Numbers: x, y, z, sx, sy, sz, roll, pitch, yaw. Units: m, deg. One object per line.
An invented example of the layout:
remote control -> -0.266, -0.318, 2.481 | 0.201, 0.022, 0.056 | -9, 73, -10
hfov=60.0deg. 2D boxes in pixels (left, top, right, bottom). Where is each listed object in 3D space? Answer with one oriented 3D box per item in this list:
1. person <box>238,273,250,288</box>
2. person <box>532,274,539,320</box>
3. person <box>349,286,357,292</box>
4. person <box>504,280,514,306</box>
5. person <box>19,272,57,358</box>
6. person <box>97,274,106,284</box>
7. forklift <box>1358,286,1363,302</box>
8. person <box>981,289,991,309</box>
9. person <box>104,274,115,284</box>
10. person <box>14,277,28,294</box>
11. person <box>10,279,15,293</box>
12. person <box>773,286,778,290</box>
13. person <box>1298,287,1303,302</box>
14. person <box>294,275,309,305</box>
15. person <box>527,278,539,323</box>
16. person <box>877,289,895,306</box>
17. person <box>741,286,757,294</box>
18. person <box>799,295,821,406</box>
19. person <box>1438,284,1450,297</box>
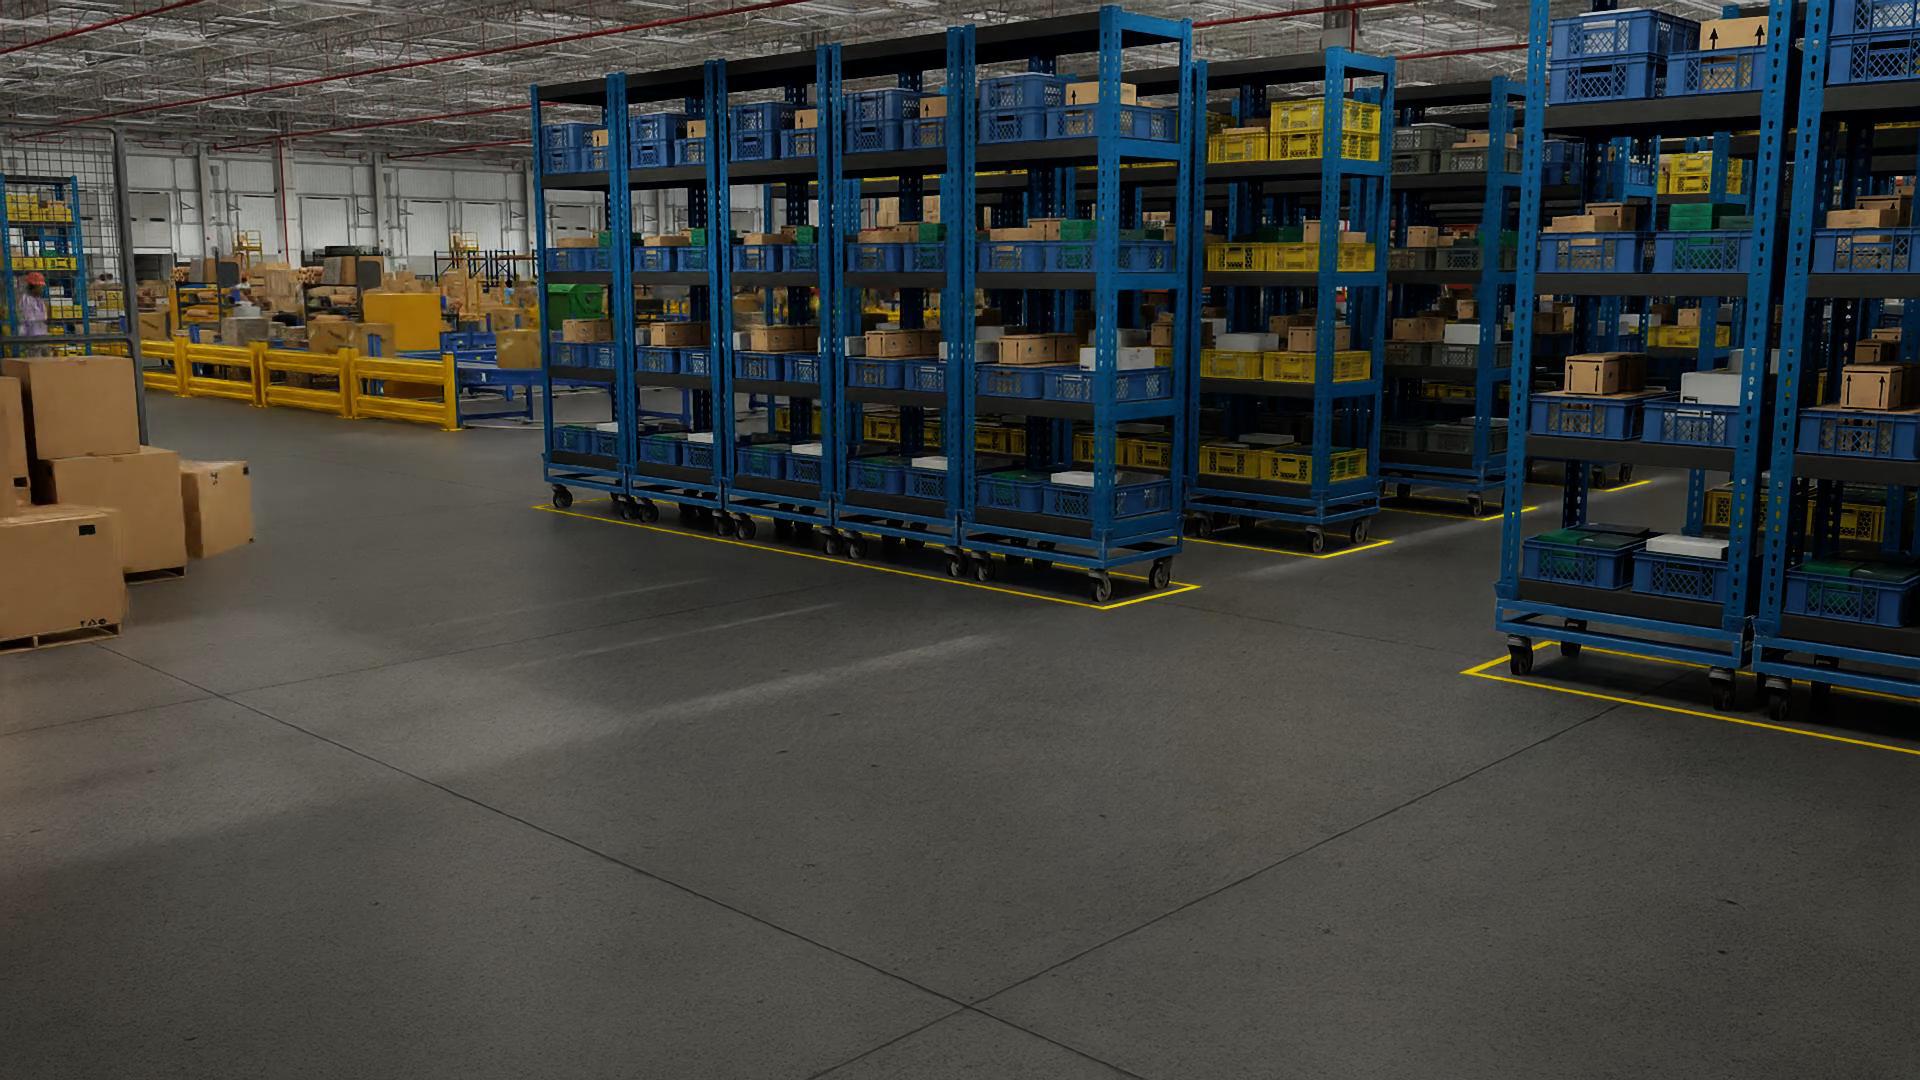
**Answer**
person -> -26.739, -9.046, 62.347 | 0.657, 1.911, 0.560 | 5, 10, 28
person -> -15.833, -8.980, 62.098 | 0.538, 1.869, 0.313 | 7, 12, 38
person -> -24.840, -9.982, 68.090 | 0.591, 1.918, 0.383 | 8, 12, 41
person -> -15.777, -8.254, 58.201 | 0.537, 1.693, 0.320 | 6, 11, 34
person -> -14.042, -3.058, 25.336 | 0.432, 2.024, 0.614 | 0, 9, -2
person -> -37.923, -10.852, 73.679 | 0.430, 1.831, 0.644 | 0, 9, 3
forklift -> 11.100, -7.017, 46.970 | 1.873, 2.768, 1.129 | 9, 13, 43
person -> 0.907, -7.601, 54.399 | 0.500, 1.625, 0.409 | -6, 11, -34
person -> -34.380, -9.821, 67.190 | 0.630, 1.904, 0.974 | 7, 12, 39
person -> -29.921, -7.543, 53.123 | 0.542, 1.928, 0.399 | -8, 12, -39
person -> -41.359, -10.707, 72.468 | 0.411, 1.939, 0.605 | -7, 11, -35
person -> -6.905, -8.909, 62.064 | 0.413, 1.728, 0.566 | 1, 9, 5
person -> 10.324, -7.052, 50.903 | 0.817, 1.670, 0.546 | 6, 11, 35
person -> -24.532, -8.942, 61.902 | 0.564, 1.849, 0.533 | 6, 11, 31
person -> -15.157, -8.473, 59.419 | 0.545, 1.726, 0.885 | 7, 11, 36
person -> -2.617, -8.680, 60.046 | 0.622, 1.939, 1.028 | -9, 13, -43
person -> -8.588, -9.991, 67.769 | 0.683, 2.000, 0.952 | 1, 9, 4
person -> -1.667, -1.881, 18.886 | 0.984, 1.776, 0.589 | -7, 12, -37
person -> 13.422, -6.436, 46.704 | 0.702, 1.813, 0.604 | 9, 13, 44
